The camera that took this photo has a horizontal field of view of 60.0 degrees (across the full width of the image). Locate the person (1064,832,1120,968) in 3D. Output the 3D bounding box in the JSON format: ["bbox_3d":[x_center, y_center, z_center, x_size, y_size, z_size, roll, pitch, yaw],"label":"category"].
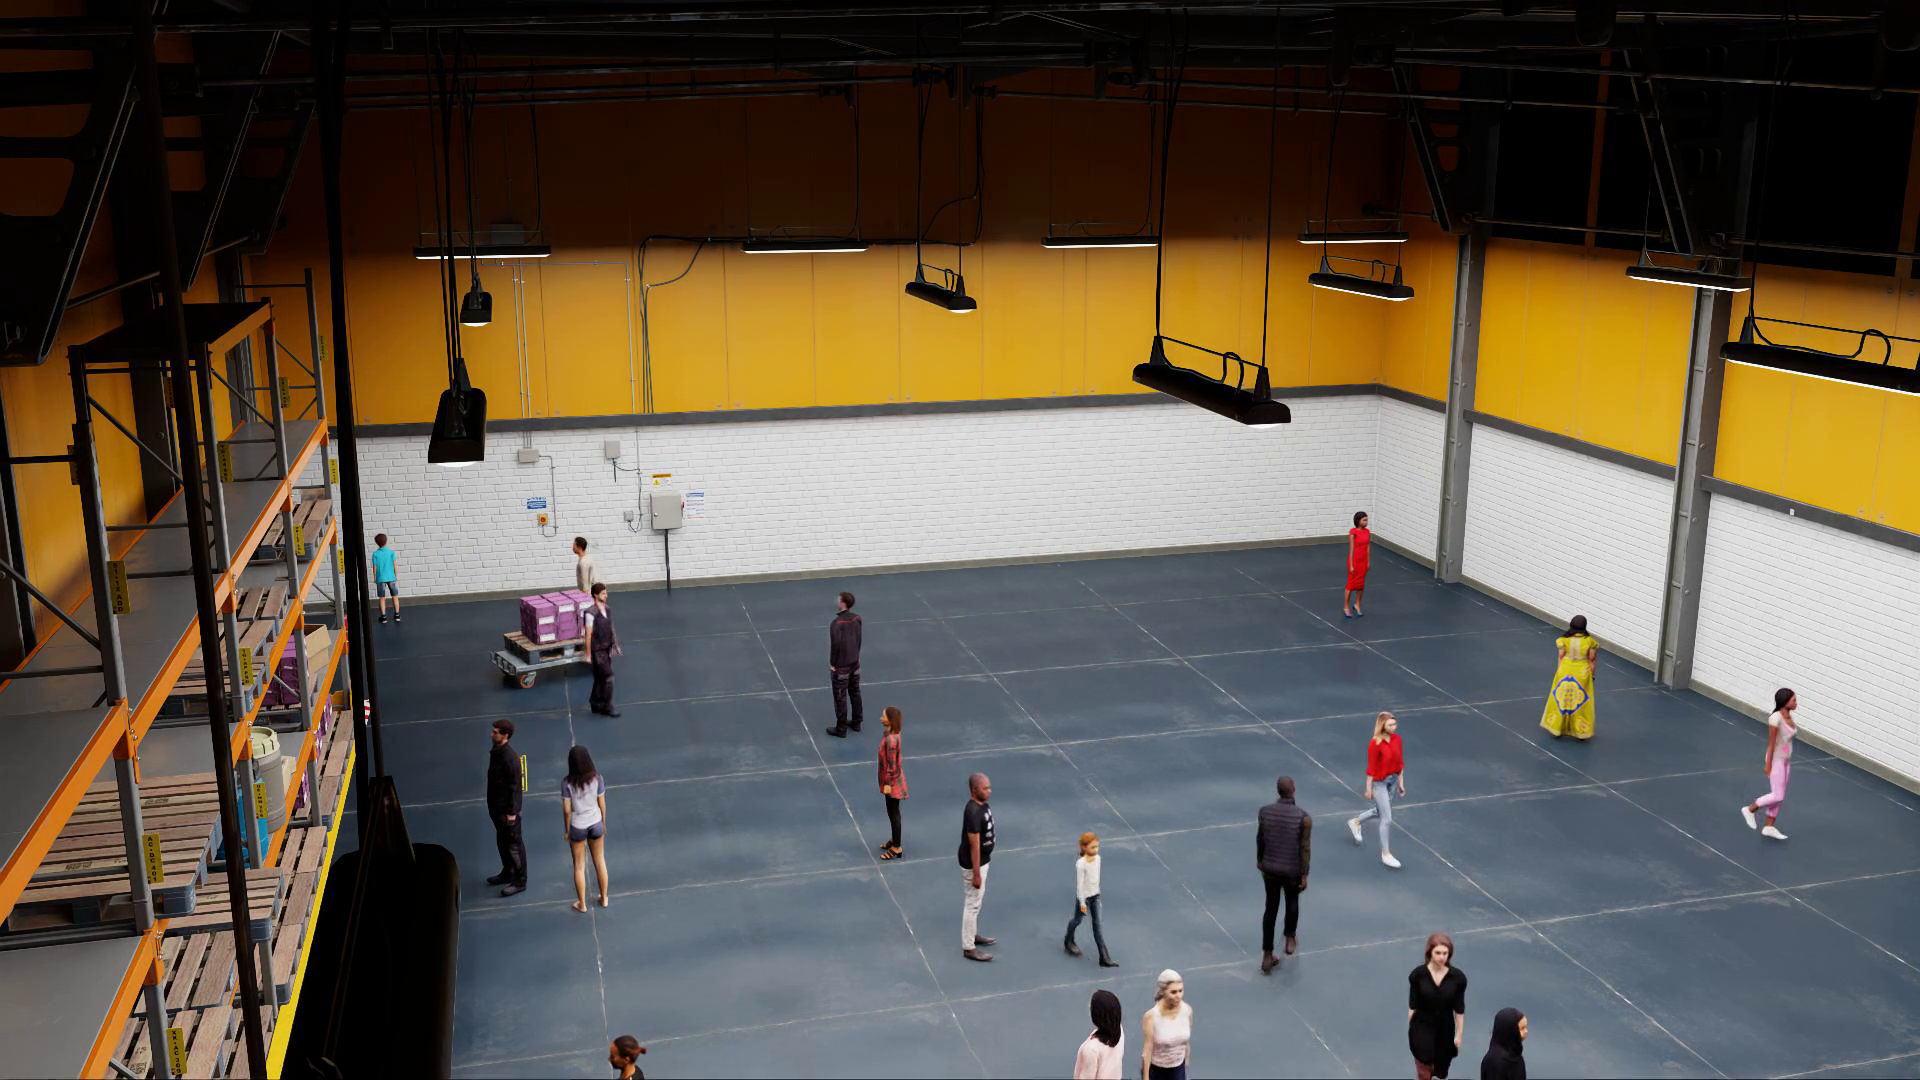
[{"bbox_3d":[1.153,3.364,15.669,0.753,1.281,0.990,-11,18,-39],"label":"person"}]

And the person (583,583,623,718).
[{"bbox_3d":[-4.905,1.468,22.319,0.932,1.836,0.870,5,14,18],"label":"person"}]

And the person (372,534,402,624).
[{"bbox_3d":[-9.228,0.599,26.732,0.558,1.448,0.539,-7,15,-25],"label":"person"}]

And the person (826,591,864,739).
[{"bbox_3d":[-1.497,1.591,21.632,0.790,1.920,0.782,12,18,41],"label":"person"}]

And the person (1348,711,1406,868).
[{"bbox_3d":[4.499,2.623,17.884,0.851,1.677,1.136,-9,16,-33],"label":"person"}]

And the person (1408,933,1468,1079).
[{"bbox_3d":[3.669,3.812,12.957,0.821,1.686,0.995,3,14,11],"label":"person"}]

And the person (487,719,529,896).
[{"bbox_3d":[-4.670,2.724,17.129,0.848,1.838,0.661,-10,17,-36],"label":"person"}]

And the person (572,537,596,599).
[{"bbox_3d":[-5.556,0.835,25.026,0.691,1.791,0.620,-4,14,-14],"label":"person"}]

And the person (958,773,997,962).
[{"bbox_3d":[0.149,3.065,15.791,0.796,1.803,0.672,2,14,8],"label":"person"}]

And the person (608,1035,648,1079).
[{"bbox_3d":[-2.240,4.176,11.491,0.641,1.669,0.460,-3,14,-12],"label":"person"}]

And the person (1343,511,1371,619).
[{"bbox_3d":[6.450,0.382,27.002,0.611,1.741,0.573,-7,15,-27],"label":"person"}]

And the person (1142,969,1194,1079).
[{"bbox_3d":[1.463,3.949,12.391,0.745,1.686,1.055,-7,15,-28],"label":"person"}]

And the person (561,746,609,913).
[{"bbox_3d":[-3.759,2.885,16.687,0.618,1.732,0.567,-6,15,-24],"label":"person"}]

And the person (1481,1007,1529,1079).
[{"bbox_3d":[3.821,4.095,11.960,0.911,1.606,0.832,11,17,37],"label":"person"}]

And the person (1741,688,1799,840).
[{"bbox_3d":[8.977,2.460,18.443,0.735,1.732,0.830,-11,18,-39],"label":"person"}]

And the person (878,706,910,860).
[{"bbox_3d":[-0.733,2.596,17.940,0.716,1.704,0.559,-1,14,-2],"label":"person"}]

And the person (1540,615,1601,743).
[{"bbox_3d":[7.932,1.767,21.466,0.976,1.655,1.005,6,15,23],"label":"person"}]

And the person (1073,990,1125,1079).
[{"bbox_3d":[1.007,4.029,11.884,0.744,1.769,0.728,11,18,39],"label":"person"}]

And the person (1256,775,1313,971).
[{"bbox_3d":[2.983,3.138,15.514,1.043,1.793,1.116,9,16,33],"label":"person"}]
